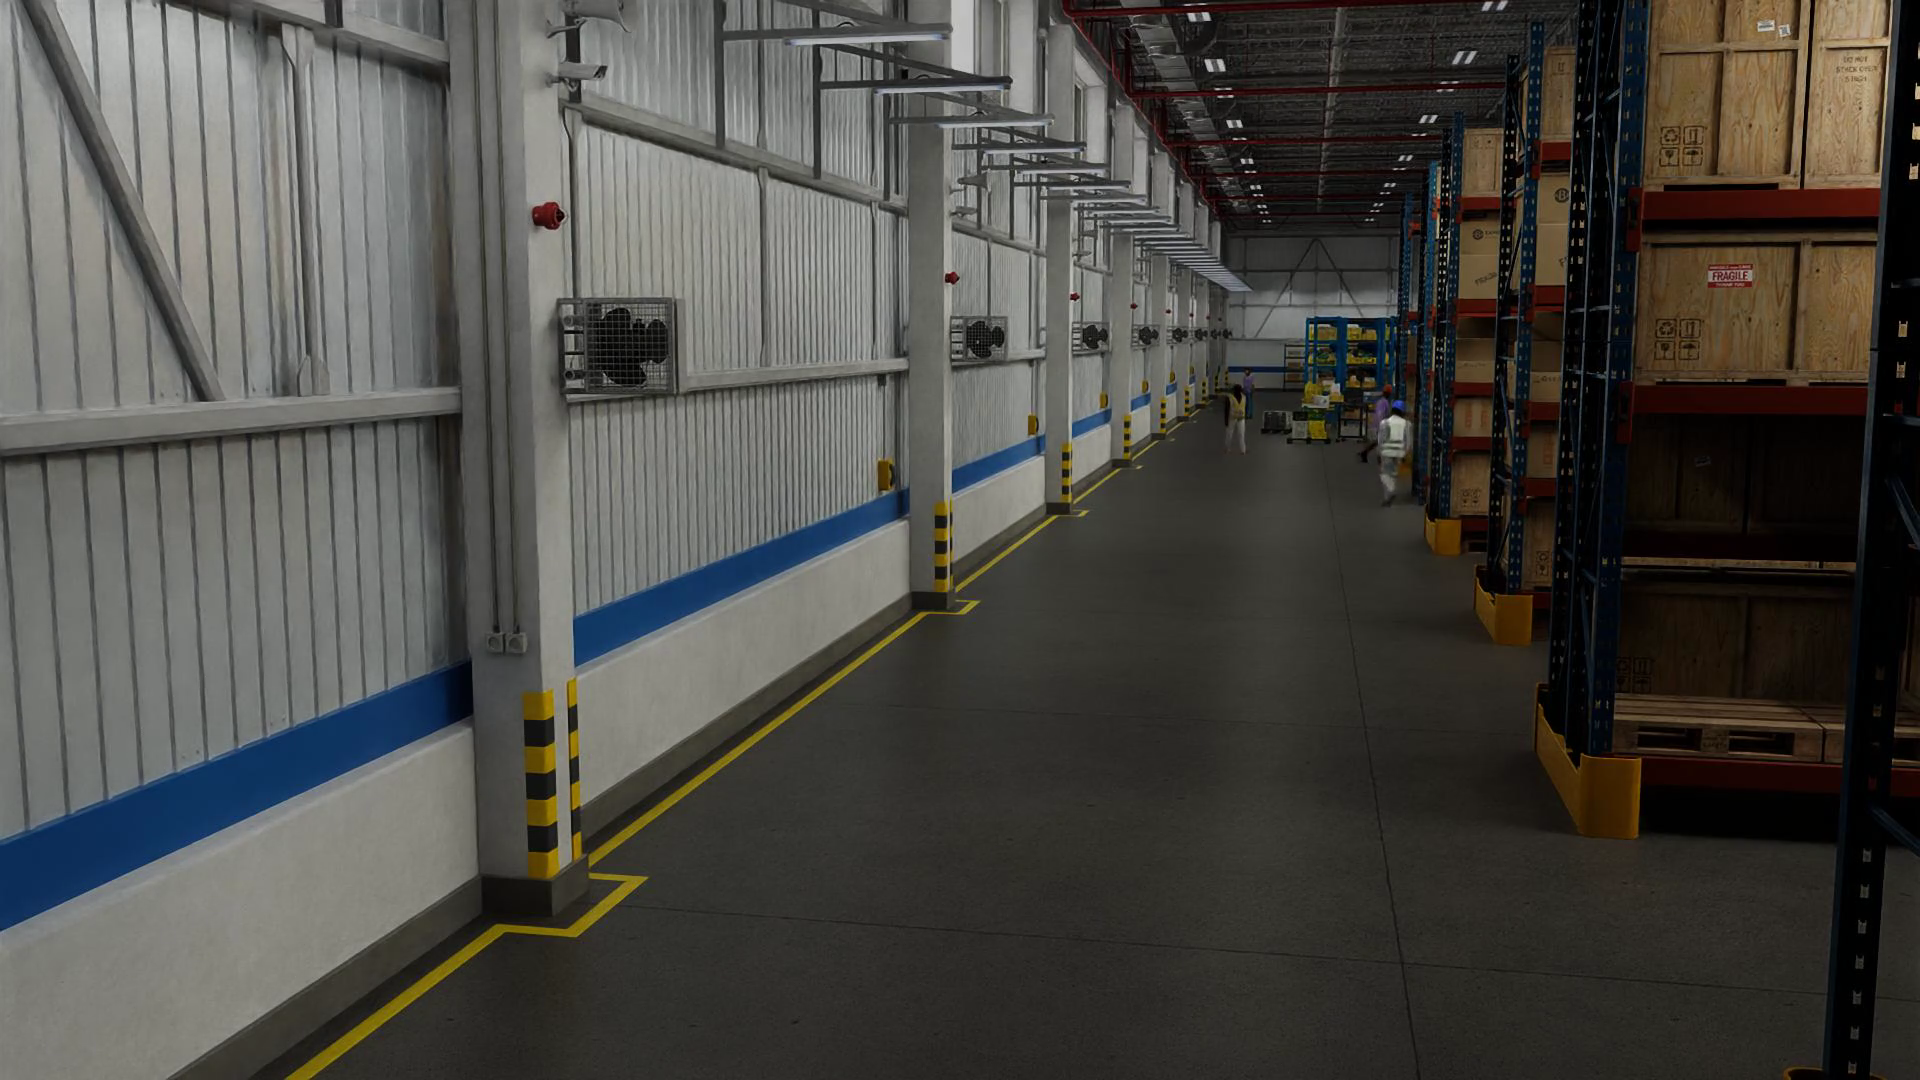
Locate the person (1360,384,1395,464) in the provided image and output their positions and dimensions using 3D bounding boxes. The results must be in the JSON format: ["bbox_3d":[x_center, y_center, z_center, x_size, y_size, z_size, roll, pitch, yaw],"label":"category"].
[{"bbox_3d":[9.773,-2.677,38.689,0.768,1.909,0.565,0,7,4],"label":"person"}]

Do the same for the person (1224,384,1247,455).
[{"bbox_3d":[7.009,-3.083,42.395,0.644,1.802,0.955,-2,7,-15],"label":"person"}]

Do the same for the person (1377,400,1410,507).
[{"bbox_3d":[7.659,-1.519,29.371,0.613,1.912,0.510,-1,7,-11],"label":"person"}]

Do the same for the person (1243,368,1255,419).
[{"bbox_3d":[10.291,-5.229,59.357,0.389,1.847,0.563,-4,8,-30],"label":"person"}]
